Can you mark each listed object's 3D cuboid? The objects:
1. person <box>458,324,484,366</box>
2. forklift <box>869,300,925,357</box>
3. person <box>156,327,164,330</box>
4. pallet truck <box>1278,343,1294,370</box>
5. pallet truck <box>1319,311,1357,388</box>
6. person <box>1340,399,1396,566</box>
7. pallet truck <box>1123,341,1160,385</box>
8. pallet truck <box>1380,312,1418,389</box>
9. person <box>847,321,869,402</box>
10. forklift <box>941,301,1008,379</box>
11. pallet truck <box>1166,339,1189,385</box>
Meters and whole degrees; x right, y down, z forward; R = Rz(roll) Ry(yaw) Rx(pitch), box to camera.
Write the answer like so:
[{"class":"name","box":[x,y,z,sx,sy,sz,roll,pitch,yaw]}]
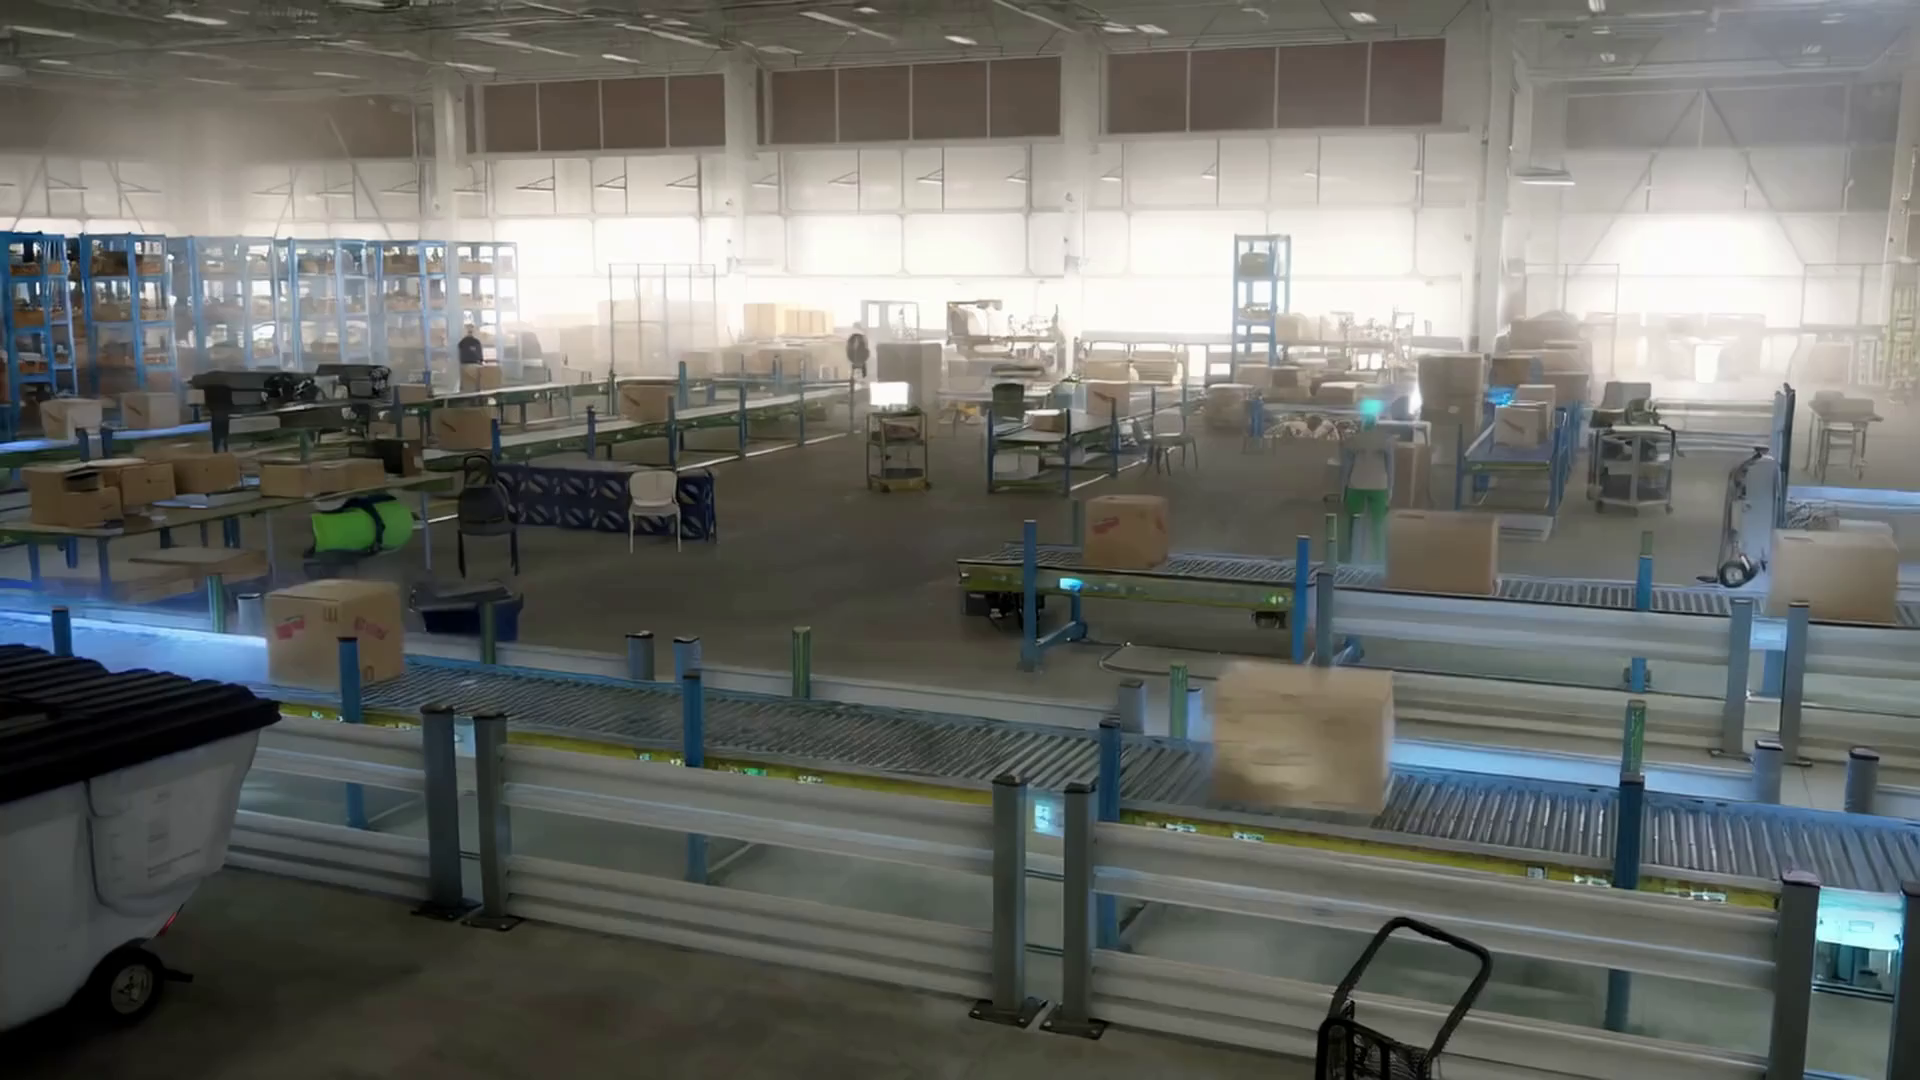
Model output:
[{"class":"person","box":[-9.506,-3.275,32.545,0.651,1.904,0.401,7,12,37]},{"class":"forklift","box":[-1.732,-5.109,42.468,1.157,1.987,2.680,4,10,22]},{"class":"person","box":[-17.947,-4.038,37.402,0.568,1.831,0.412,-5,11,-29]},{"class":"pallet truck","box":[7.886,-4.163,39.743,0.653,1.274,1.630,4,10,22]},{"class":"pallet truck","box":[9.071,-4.419,39.190,0.823,1.965,1.885,5,10,26]},{"class":"person","box":[3.923,-0.477,16.034,0.526,1.758,0.341,3,10,17]},{"class":"pallet truck","box":[4.445,-4.380,41.279,0.680,1.201,1.601,4,10,22]},{"class":"pallet truck","box":[10.207,-4.283,38.369,0.823,1.965,1.885,3,10,20]},{"class":"person","box":[-2.310,-3.967,37.004,0.536,1.817,0.598,-5,11,-30]},{"class":"forklift","box":[0.365,-4.966,41.571,1.157,1.987,2.680,3,10,20]},{"class":"pallet truck","box":[5.418,-4.269,40.420,0.704,1.261,1.522,3,10,20]}]
